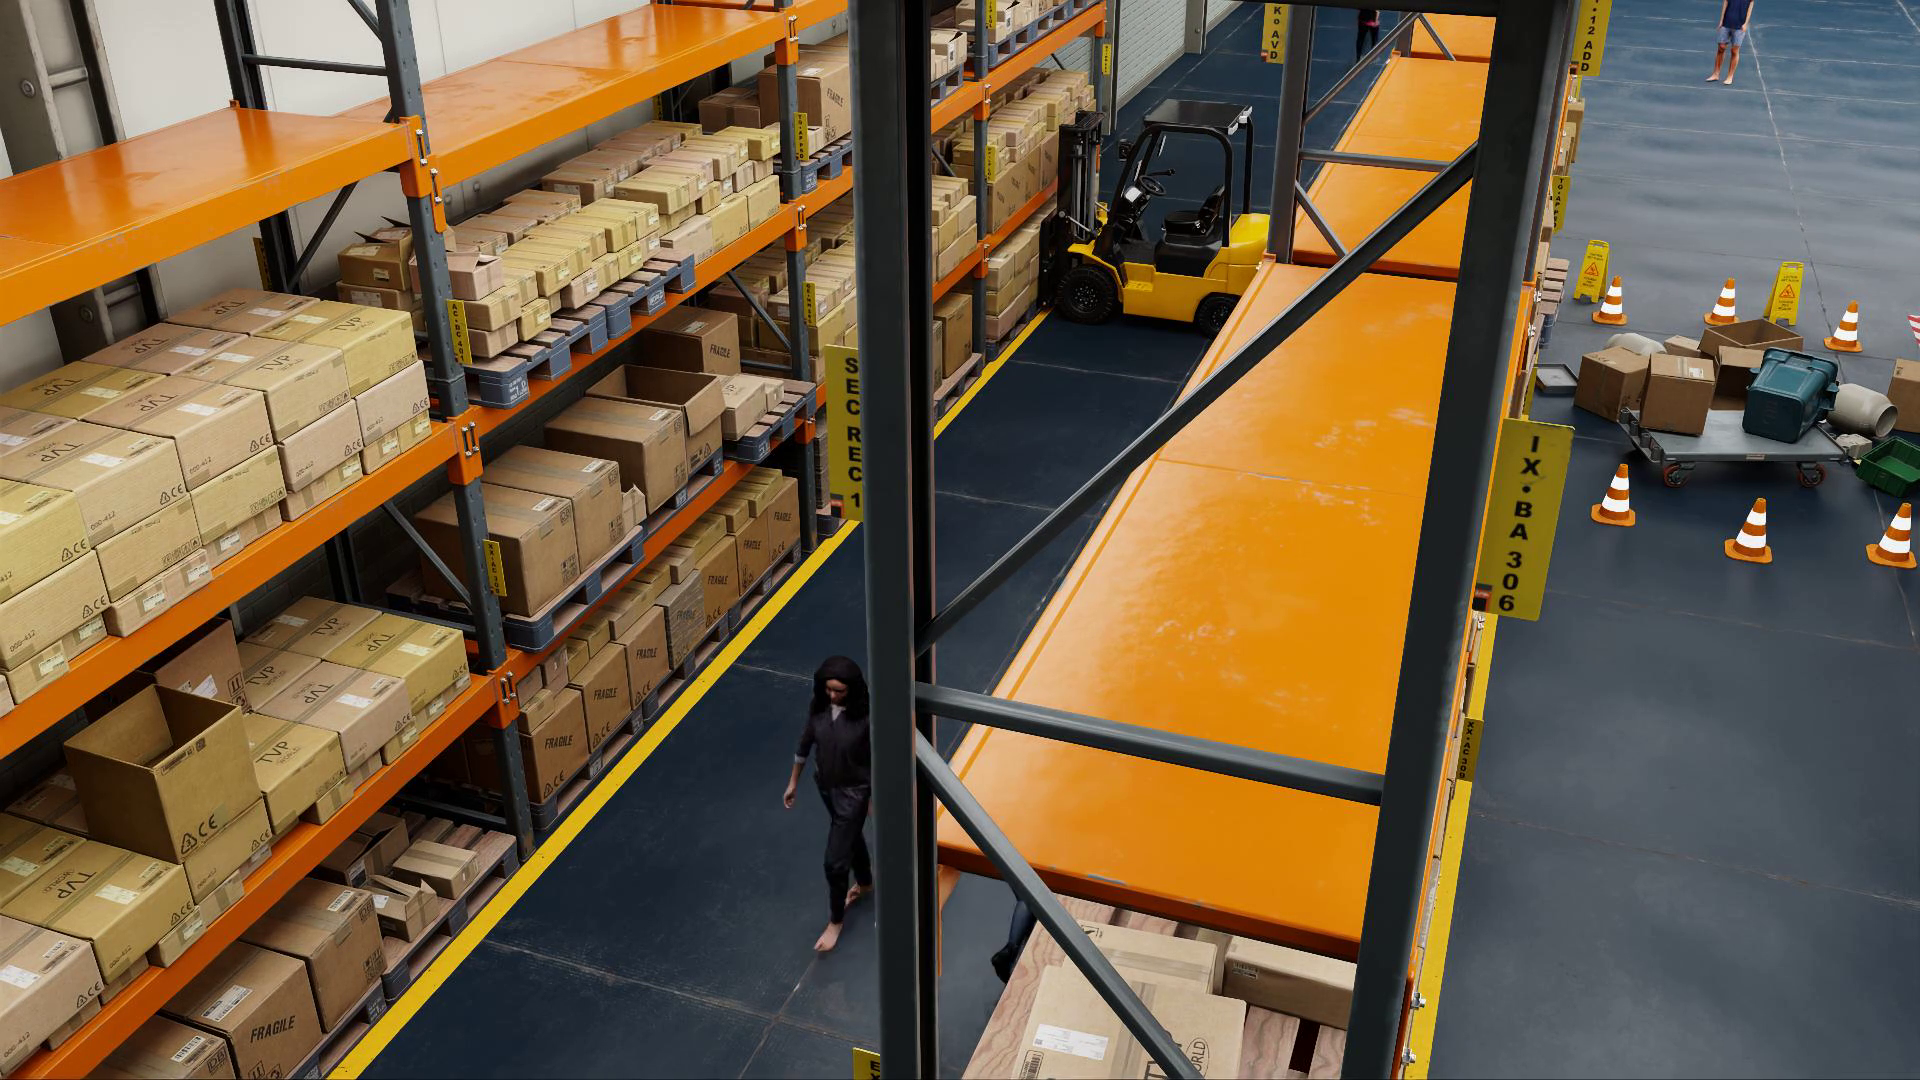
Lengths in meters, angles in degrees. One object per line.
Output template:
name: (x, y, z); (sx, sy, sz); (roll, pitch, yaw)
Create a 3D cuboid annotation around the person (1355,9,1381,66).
person: (6.843, -8.762, 27.990); (0.667, 1.532, 0.877); (18, 33, 30)

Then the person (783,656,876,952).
person: (-0.549, 1.292, 8.900); (0.771, 1.730, 0.925); (23, 35, 36)

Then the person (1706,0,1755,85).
person: (12.502, -8.338, 26.857); (0.699, 1.850, 0.696); (25, 37, 38)
